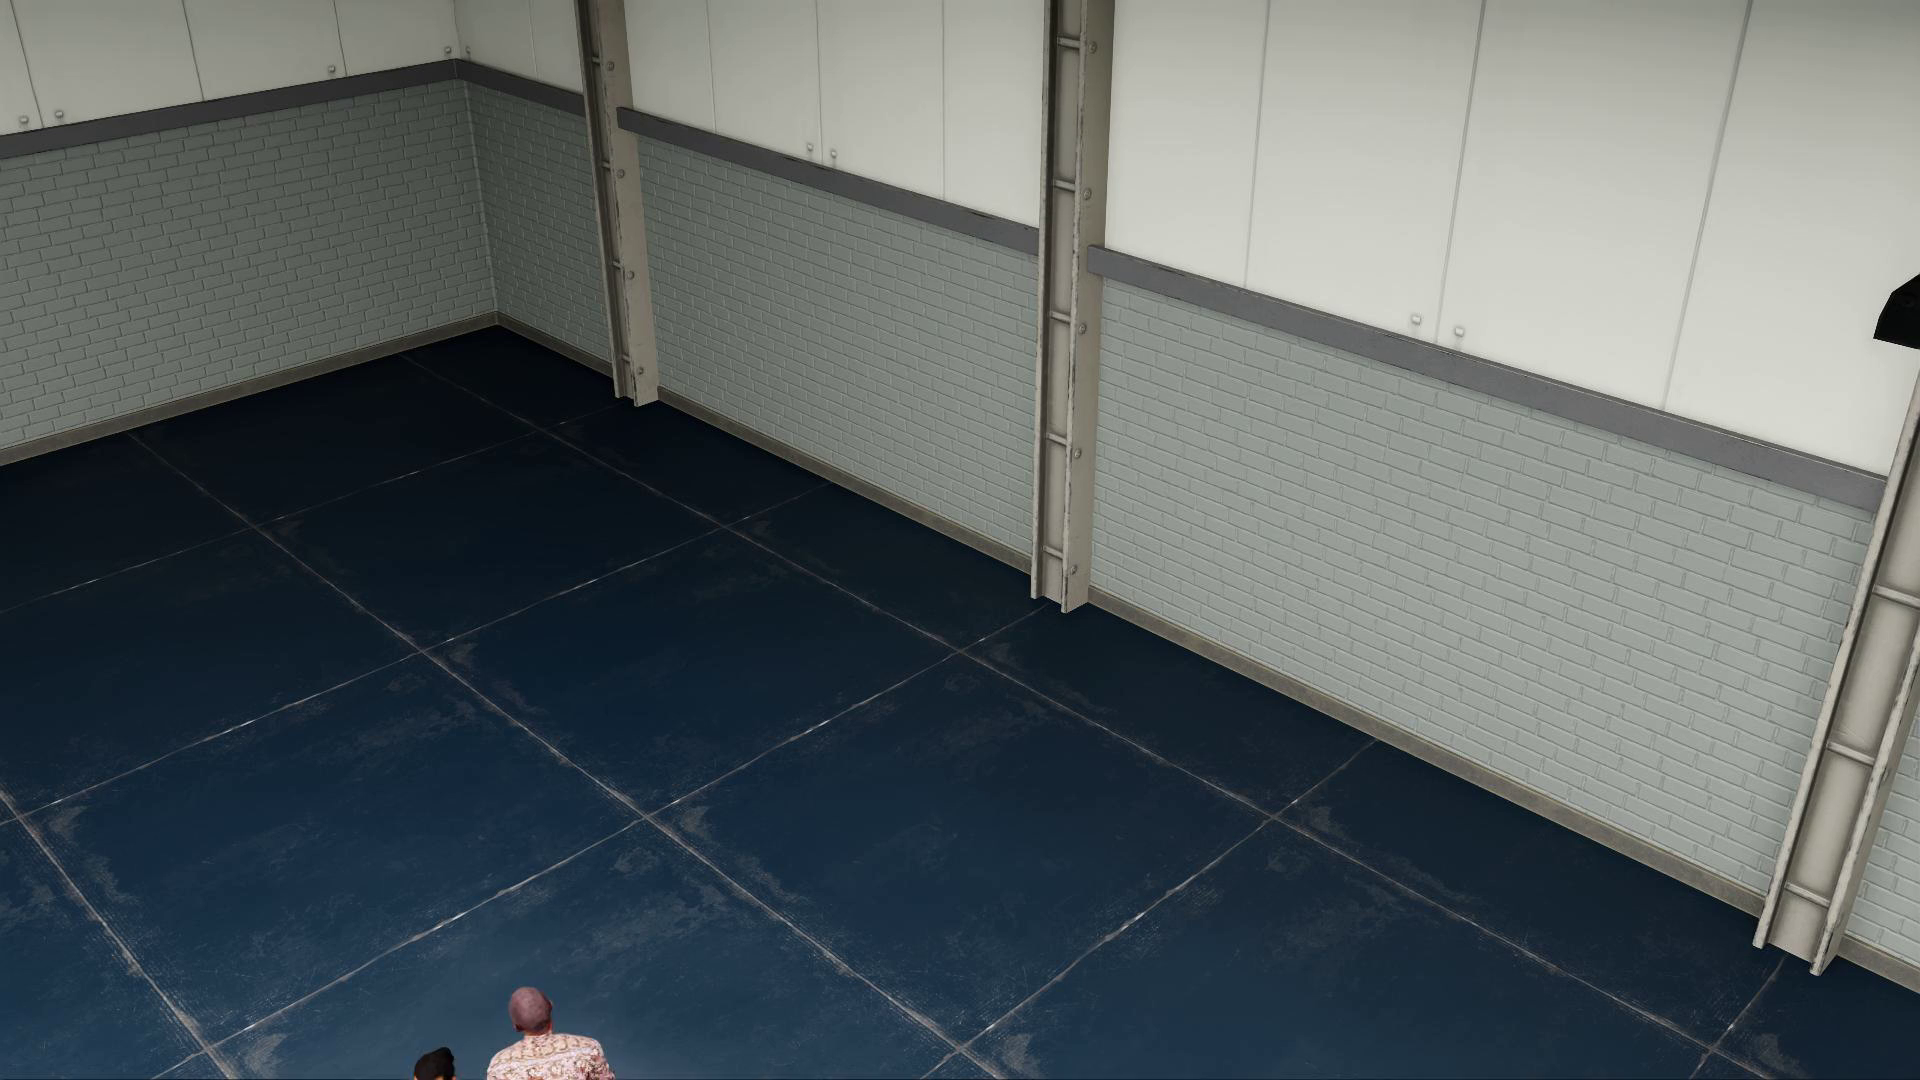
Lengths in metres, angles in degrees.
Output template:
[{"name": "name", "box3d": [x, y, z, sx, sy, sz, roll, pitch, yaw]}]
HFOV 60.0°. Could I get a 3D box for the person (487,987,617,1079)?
[{"name": "person", "box3d": [-1.801, 2.848, 7.527, 1.107, 1.767, 1.209, -2, 28, -3]}]
